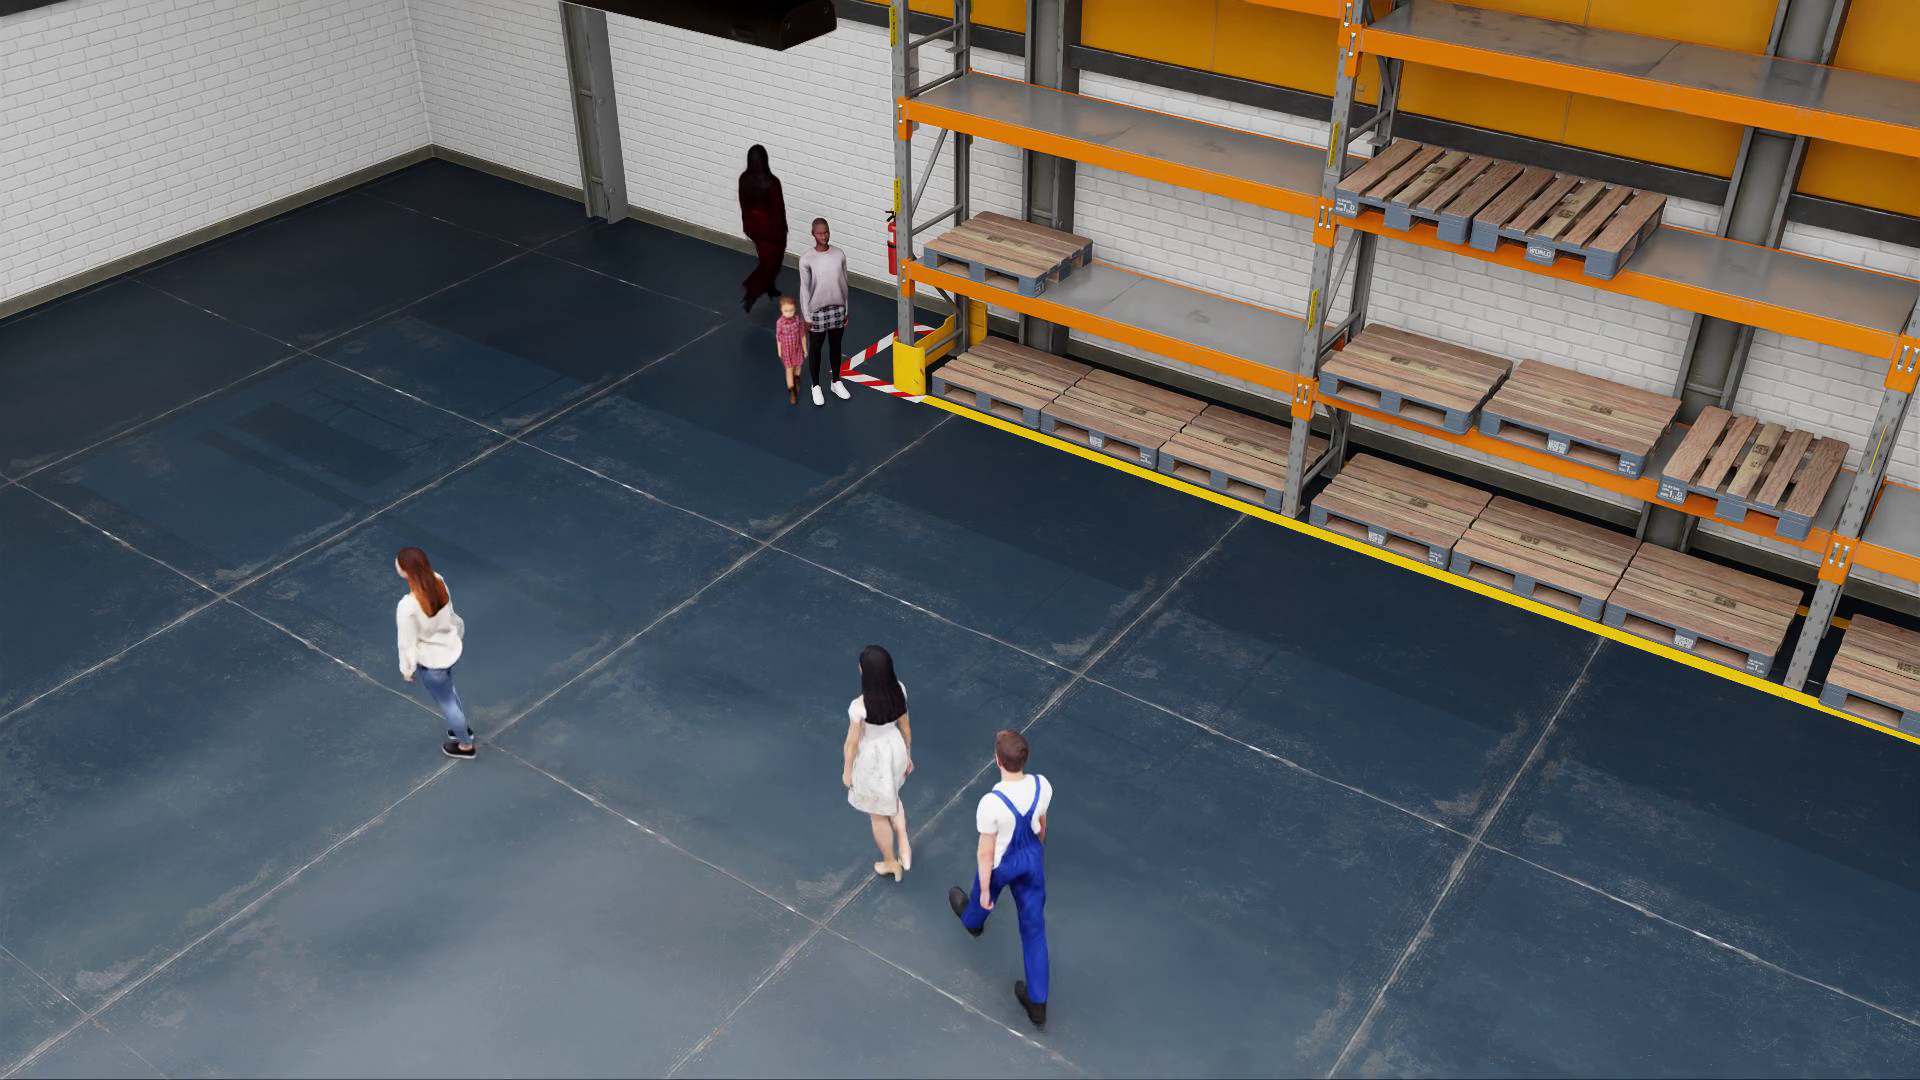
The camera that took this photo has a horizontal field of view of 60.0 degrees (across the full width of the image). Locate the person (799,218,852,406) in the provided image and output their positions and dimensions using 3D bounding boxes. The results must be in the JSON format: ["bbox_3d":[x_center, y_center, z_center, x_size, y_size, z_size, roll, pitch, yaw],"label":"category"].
[{"bbox_3d":[-1.237,-2.109,15.223,0.698,1.772,0.696,-16,37,-22],"label":"person"}]

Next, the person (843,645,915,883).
[{"bbox_3d":[-0.428,1.411,9.936,0.703,1.761,0.786,-27,42,-34],"label":"person"}]

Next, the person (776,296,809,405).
[{"bbox_3d":[-1.551,-1.821,15.468,0.626,1.019,0.699,-7,34,-10],"label":"person"}]

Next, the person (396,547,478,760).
[{"bbox_3d":[-3.372,0.779,10.964,0.676,1.676,0.697,12,35,17],"label":"person"}]

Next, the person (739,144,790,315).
[{"bbox_3d":[-2.001,-3.081,16.723,0.943,1.728,0.711,20,39,27],"label":"person"}]

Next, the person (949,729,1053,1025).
[{"bbox_3d":[0.335,1.889,9.189,1.073,1.792,1.346,-15,37,-22],"label":"person"}]
